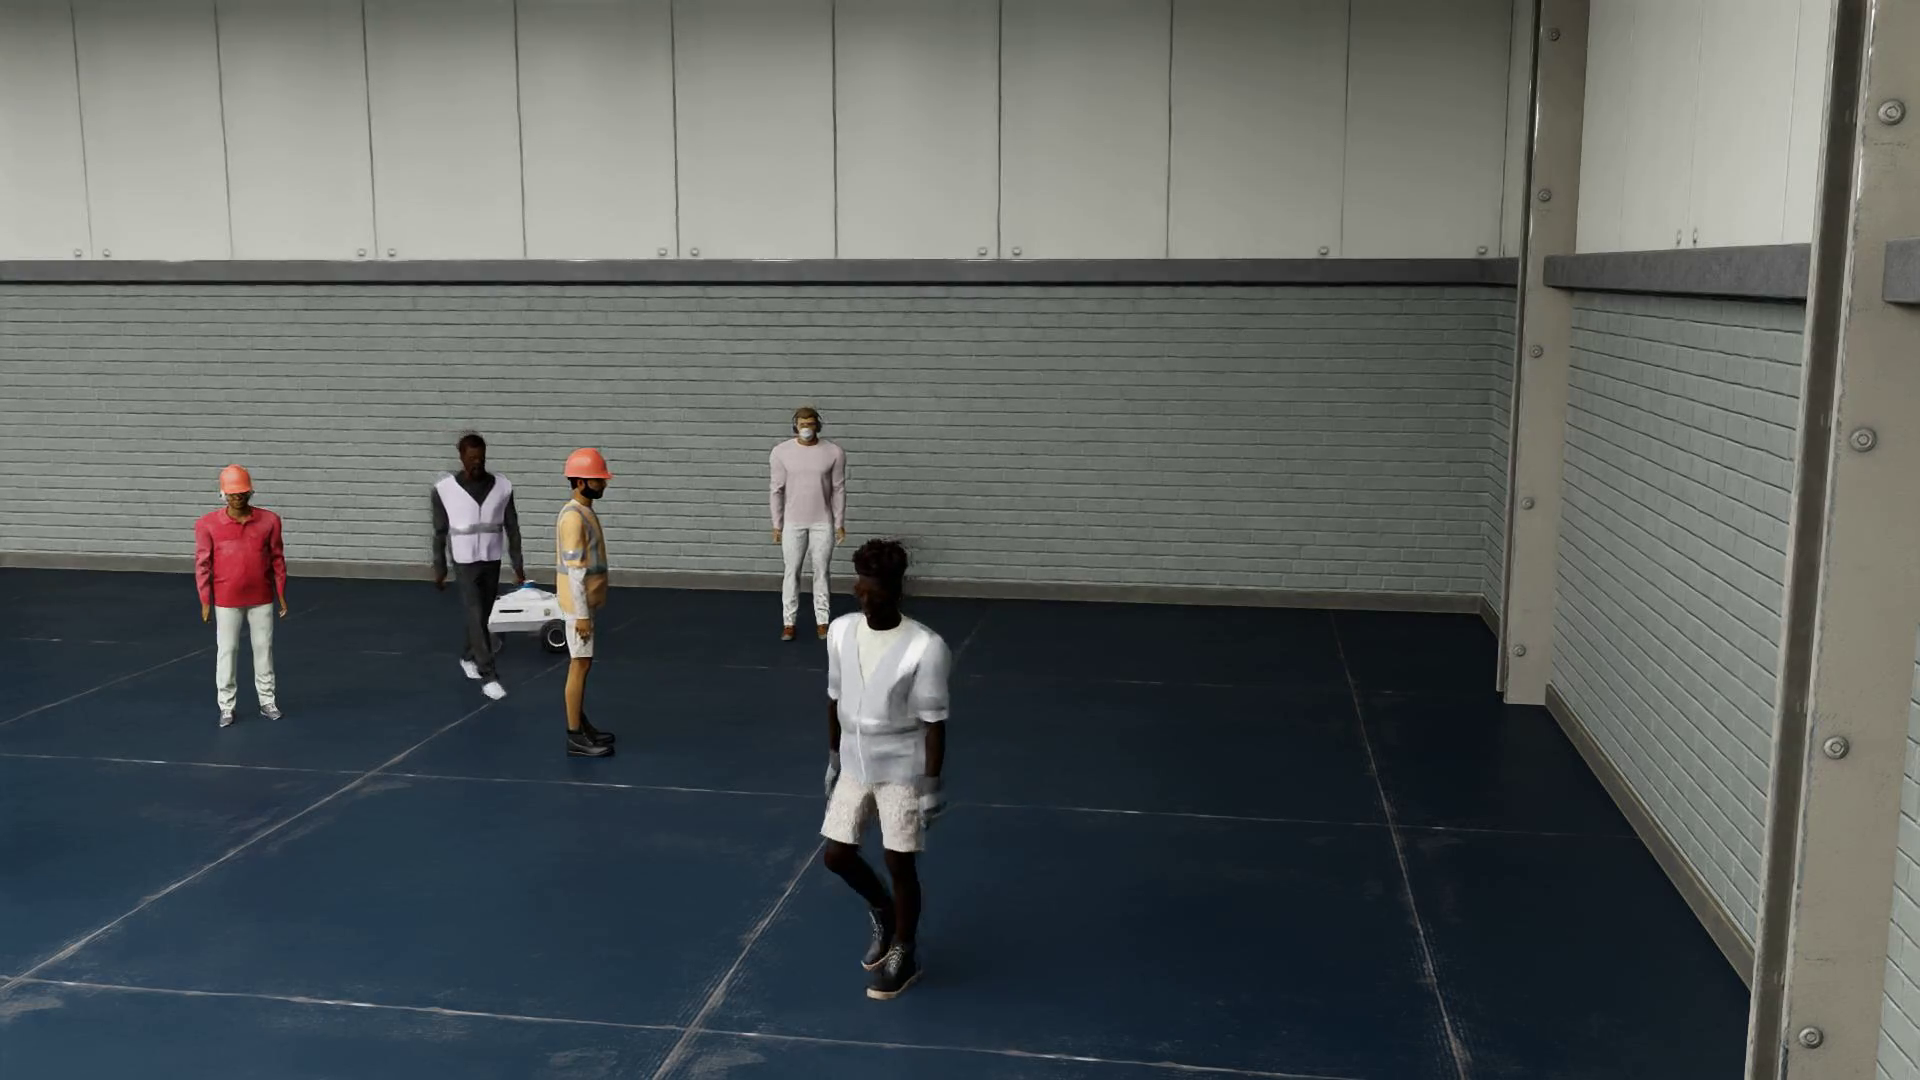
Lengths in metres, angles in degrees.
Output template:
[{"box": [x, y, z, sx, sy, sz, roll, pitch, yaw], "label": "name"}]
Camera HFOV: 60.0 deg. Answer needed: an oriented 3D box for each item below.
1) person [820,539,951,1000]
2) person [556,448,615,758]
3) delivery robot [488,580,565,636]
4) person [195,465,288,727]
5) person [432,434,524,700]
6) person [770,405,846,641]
[{"box": [-0.325, 0.949, 6.917, 0.635, 1.946, 0.411, 6, 11, 33], "label": "person"}, {"box": [-2.333, 0.385, 10.437, 0.377, 1.936, 0.549, -1, 9, -7], "label": "person"}, {"box": [-3.450, 0.562, 13.314, 0.707, 0.478, 0.477, -1, 9, -8], "label": "delivery robot"}, {"box": [-4.793, 0.364, 11.134, 0.572, 1.749, 0.341, -6, 11, -34], "label": "person"}, {"box": [-3.503, 0.155, 12.075, 0.606, 1.877, 0.984, -7, 11, -37], "label": "person"}, {"box": [-1.240, -0.138, 13.665, 0.628, 1.939, 0.375, -1, 9, -7], "label": "person"}]
